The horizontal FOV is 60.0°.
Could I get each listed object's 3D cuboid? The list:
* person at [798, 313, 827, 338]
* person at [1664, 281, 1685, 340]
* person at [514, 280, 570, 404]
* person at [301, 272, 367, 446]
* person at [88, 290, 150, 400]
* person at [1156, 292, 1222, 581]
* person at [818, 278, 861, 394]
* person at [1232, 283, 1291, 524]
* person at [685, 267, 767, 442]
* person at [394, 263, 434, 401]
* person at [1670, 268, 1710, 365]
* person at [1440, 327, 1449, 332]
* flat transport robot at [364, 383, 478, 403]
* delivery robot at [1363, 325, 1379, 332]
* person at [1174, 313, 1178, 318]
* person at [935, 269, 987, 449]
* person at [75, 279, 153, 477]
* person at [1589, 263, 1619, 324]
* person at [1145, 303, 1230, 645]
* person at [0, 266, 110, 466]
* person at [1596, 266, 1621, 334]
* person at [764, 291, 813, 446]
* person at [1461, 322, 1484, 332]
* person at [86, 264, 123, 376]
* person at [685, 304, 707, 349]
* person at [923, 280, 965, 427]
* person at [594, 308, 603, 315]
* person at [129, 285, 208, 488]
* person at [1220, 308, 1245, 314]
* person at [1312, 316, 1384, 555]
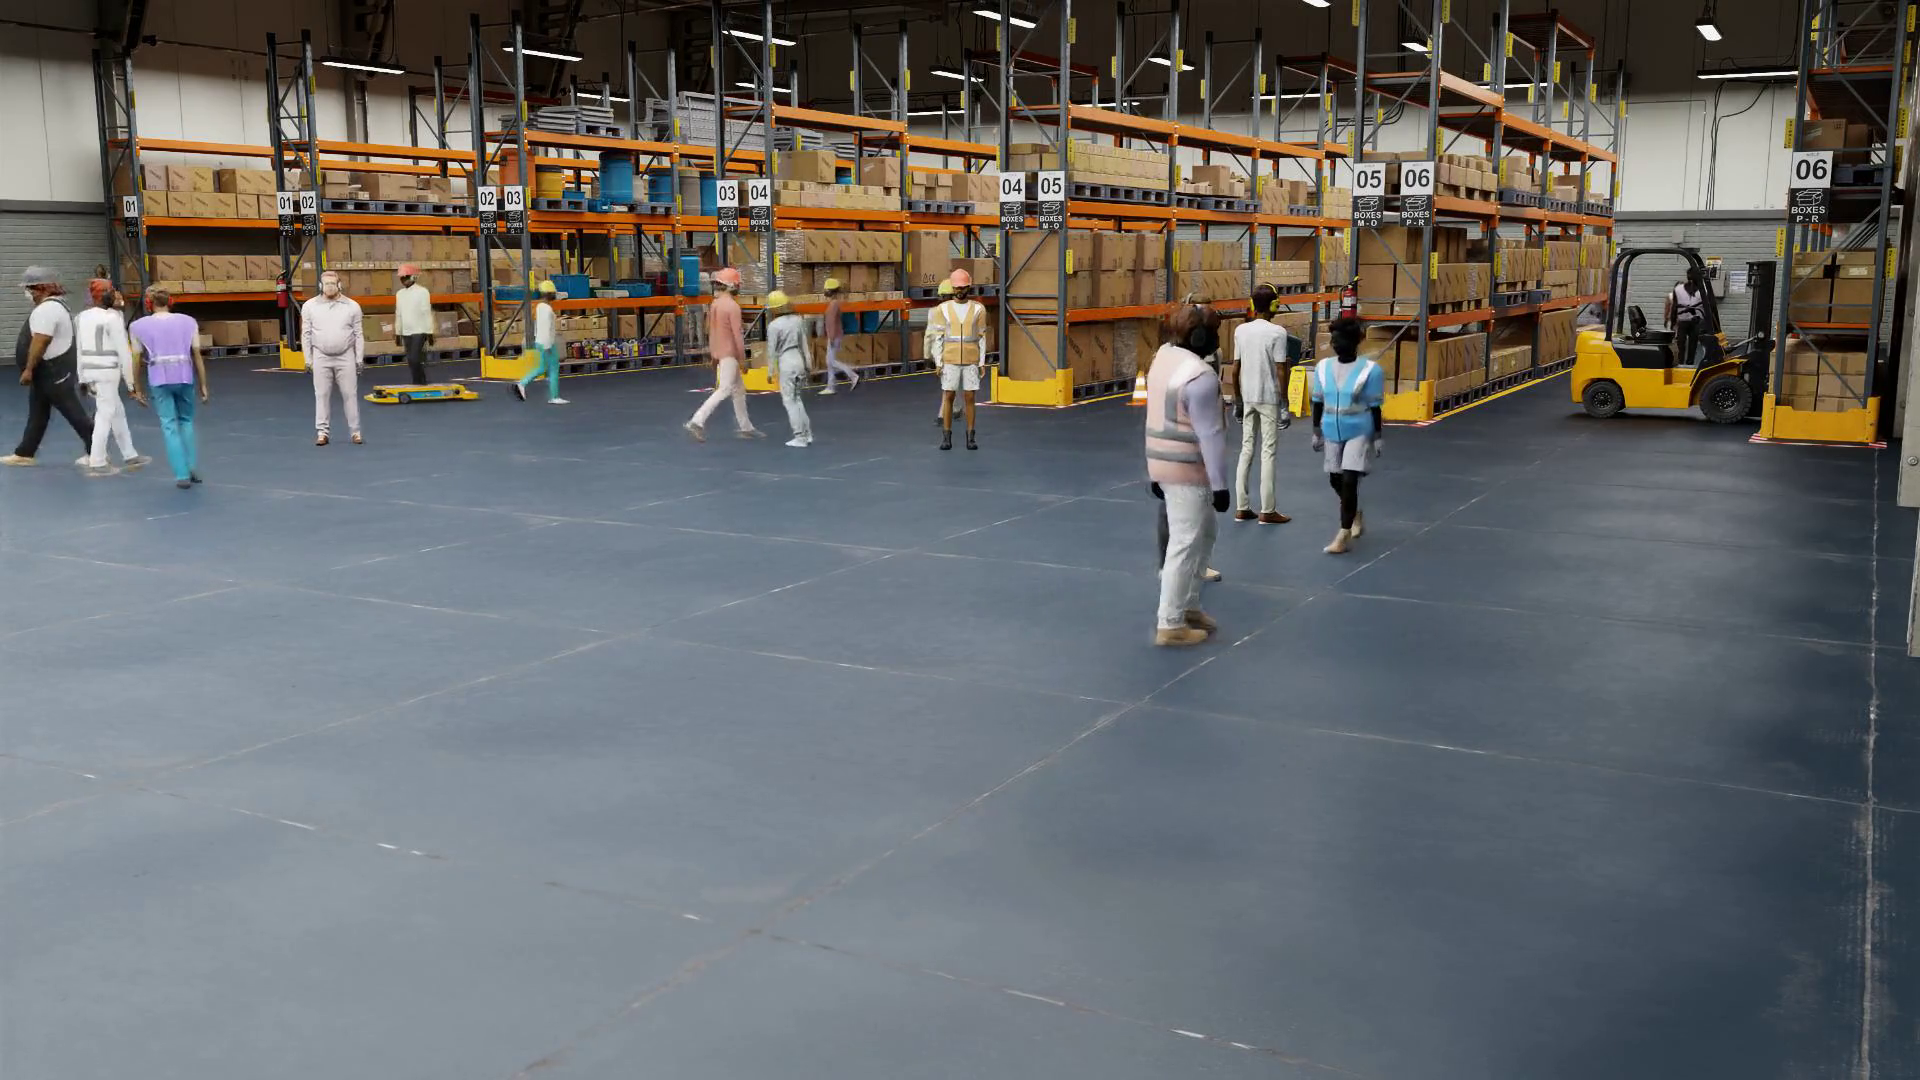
[{"bbox_3d":[-2.580,-3.925,29.543,0.630,1.933,0.356,0,10,-3],"label":"person"},{"bbox_3d":[13.923,-4.225,32.264,0.546,1.586,0.863,6,12,33],"label":"person"},{"bbox_3d":[-5.857,-2.749,23.227,0.667,1.747,0.519,-6,11,-30],"label":"person"},{"bbox_3d":[-6.870,-1.983,18.292,0.680,1.897,0.394,-4,10,-20],"label":"person"},{"bbox_3d":[-12.181,-2.792,23.913,0.867,1.592,0.512,-1,10,-7],"label":"person"},{"bbox_3d":[1.464,-0.637,10.538,0.515,1.845,0.333,-6,12,-33],"label":"person"},{"bbox_3d":[-1.828,-3.035,24.867,0.586,1.751,0.529,0,10,2],"label":"person"},{"bbox_3d":[2.352,-1.055,12.927,0.317,1.867,0.531,-9,13,-43],"label":"person"},{"bbox_3d":[-2.661,-2.080,18.683,0.968,1.965,0.623,-5,11,-28],"label":"person"},{"bbox_3d":[-7.829,-2.958,23.737,0.660,1.972,0.489,5,11,29],"label":"person"},{"bbox_3d":[12.590,-3.751,28.691,0.621,1.864,0.981,5,11,26],"label":"person"},{"bbox_3d":[10.966,-5.385,38.465,1.017,1.813,0.540,6,12,33],"label":"person"},{"bbox_3d":[-7.697,-2.107,23.747,1.431,0.197,0.652,-6,12,-33],"label":"flat transport robot"},{"bbox_3d":[9.378,-4.634,37.443,0.707,0.478,0.477,-2,10,-10],"label":"delivery robot"},{"bbox_3d":[5.296,-5.739,41.019,0.314,1.639,0.514,4,11,24],"label":"person"},{"bbox_3d":[0.011,-1.925,17.815,0.551,1.935,0.375,0,10,-2],"label":"person"},{"bbox_3d":[-8.036,-1.549,15.870,0.592,1.850,0.863,6,11,30],"label":"person"},{"bbox_3d":[14.031,-5.065,36.003,0.613,2.019,0.829,-4,10,-20],"label":"person"},{"bbox_3d":[1.285,-0.342,8.883,0.578,1.822,0.648,-2,10,-13],"label":"person"},{"bbox_3d":[-8.962,-1.731,16.375,1.001,2.000,0.684,-5,11,-25],"label":"person"},{"bbox_3d":[13.847,-4.847,35.143,0.709,1.849,0.873,-8,12,-39],"label":"person"},{"bbox_3d":[-1.868,-1.855,18.096,0.393,1.691,0.554,7,12,37],"label":"person"},{"bbox_3d":[11.320,-5.133,36.762,0.558,1.893,0.672,-6,11,-30],"label":"person"},{"bbox_3d":[-14.832,-3.802,28.795,0.635,1.937,0.355,6,11,32],"label":"person"},{"bbox_3d":[-5.703,-4.999,36.114,0.594,1.832,0.404,6,12,33],"label":"person"},{"bbox_3d":[-0.138,-2.322,20.578,0.606,1.793,0.919,5,11,26],"label":"person"},{"bbox_3d":[-8.514,-5.645,39.502,0.600,1.966,0.368,9,13,42],"label":"person"},{"bbox_3d":[-7.139,-1.382,14.990,0.590,1.807,0.773,-7,12,-36],"label":"person"},{"bbox_3d":[5.577,-4.726,34.305,0.621,1.897,0.804,6,11,31],"label":"person"},{"bbox_3d":[2.780,-0.756,11.797,0.544,1.667,0.757,8,13,41],"label":"person"}]
